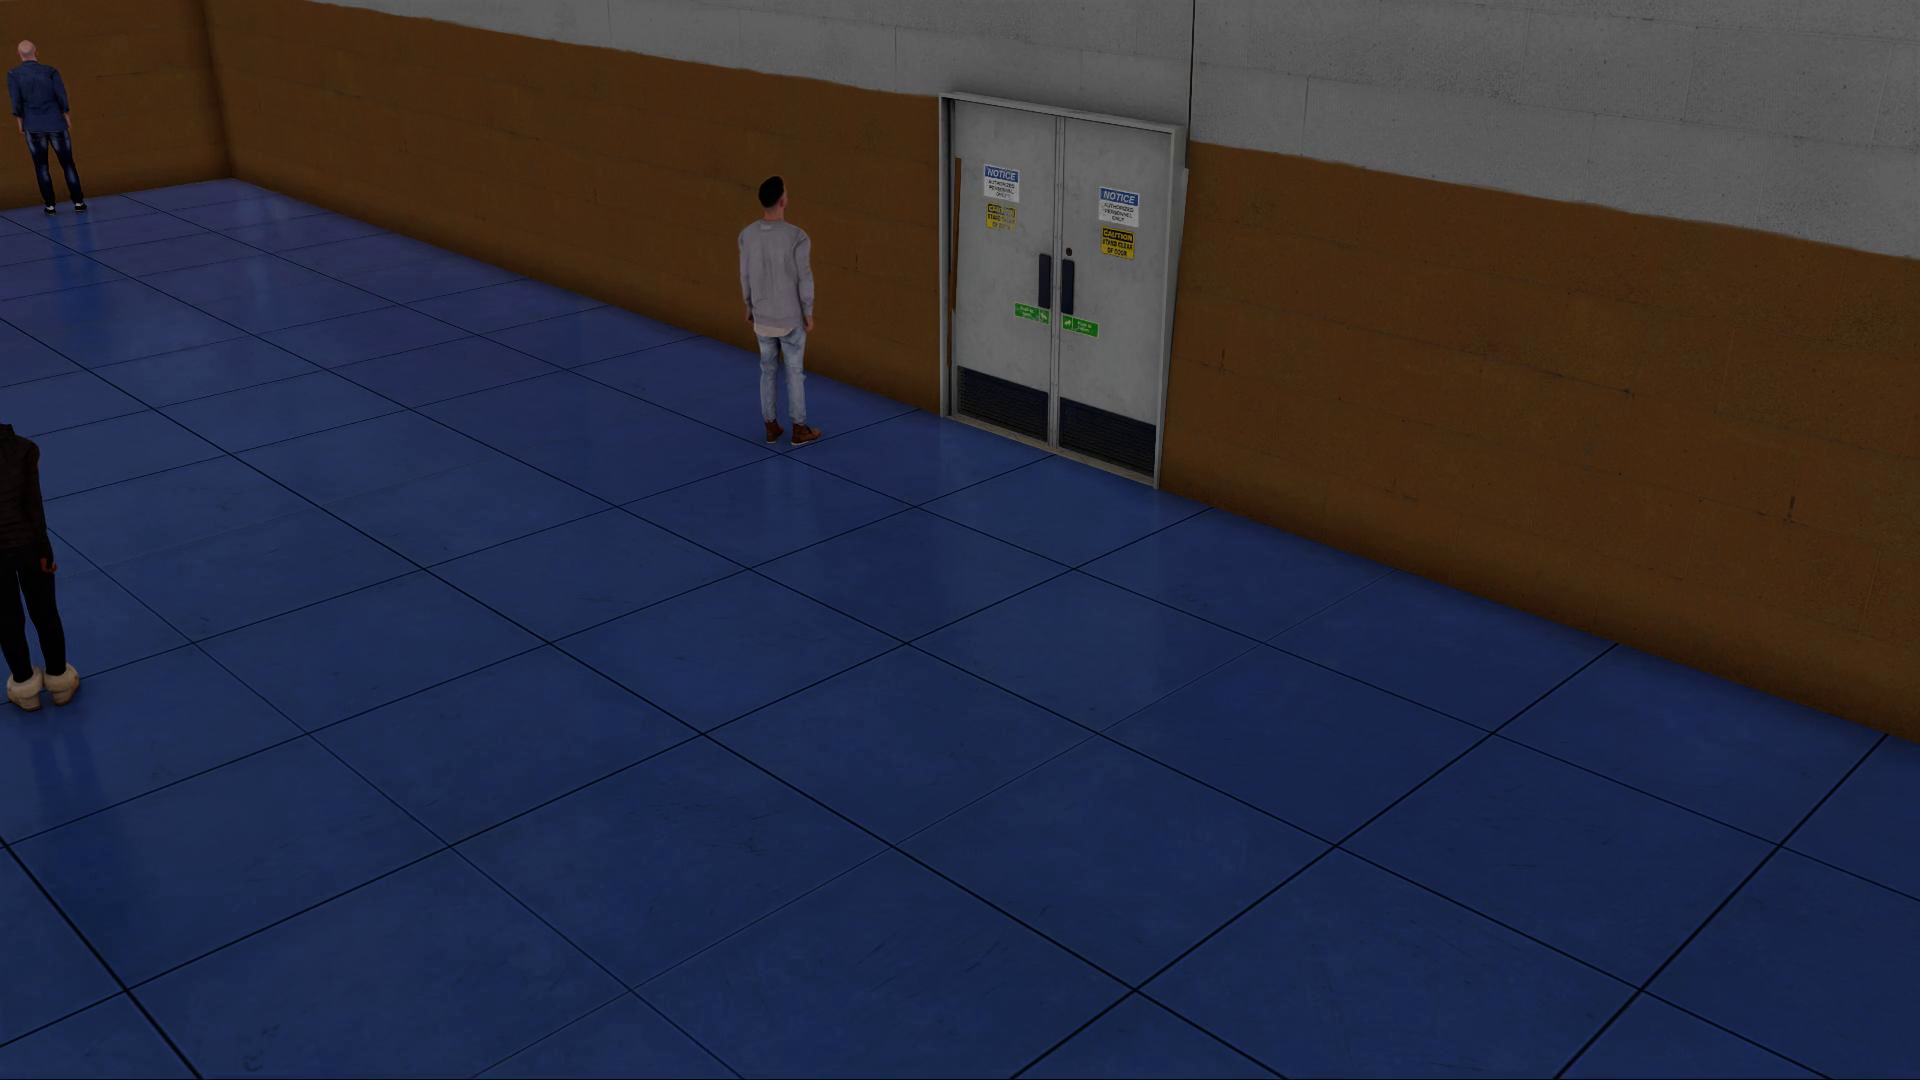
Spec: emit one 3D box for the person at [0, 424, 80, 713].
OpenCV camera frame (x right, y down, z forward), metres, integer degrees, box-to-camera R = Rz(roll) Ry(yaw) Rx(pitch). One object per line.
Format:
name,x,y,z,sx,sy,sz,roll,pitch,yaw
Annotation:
person,-4.466,0.054,7.832,0.666,1.661,0.598,9,25,19

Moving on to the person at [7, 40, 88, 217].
person,-9.818,-4.423,17.859,0.650,1.825,0.841,-12,26,-25

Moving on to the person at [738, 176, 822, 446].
person,-1.224,-1.545,11.263,0.759,1.840,0.731,8,25,18
